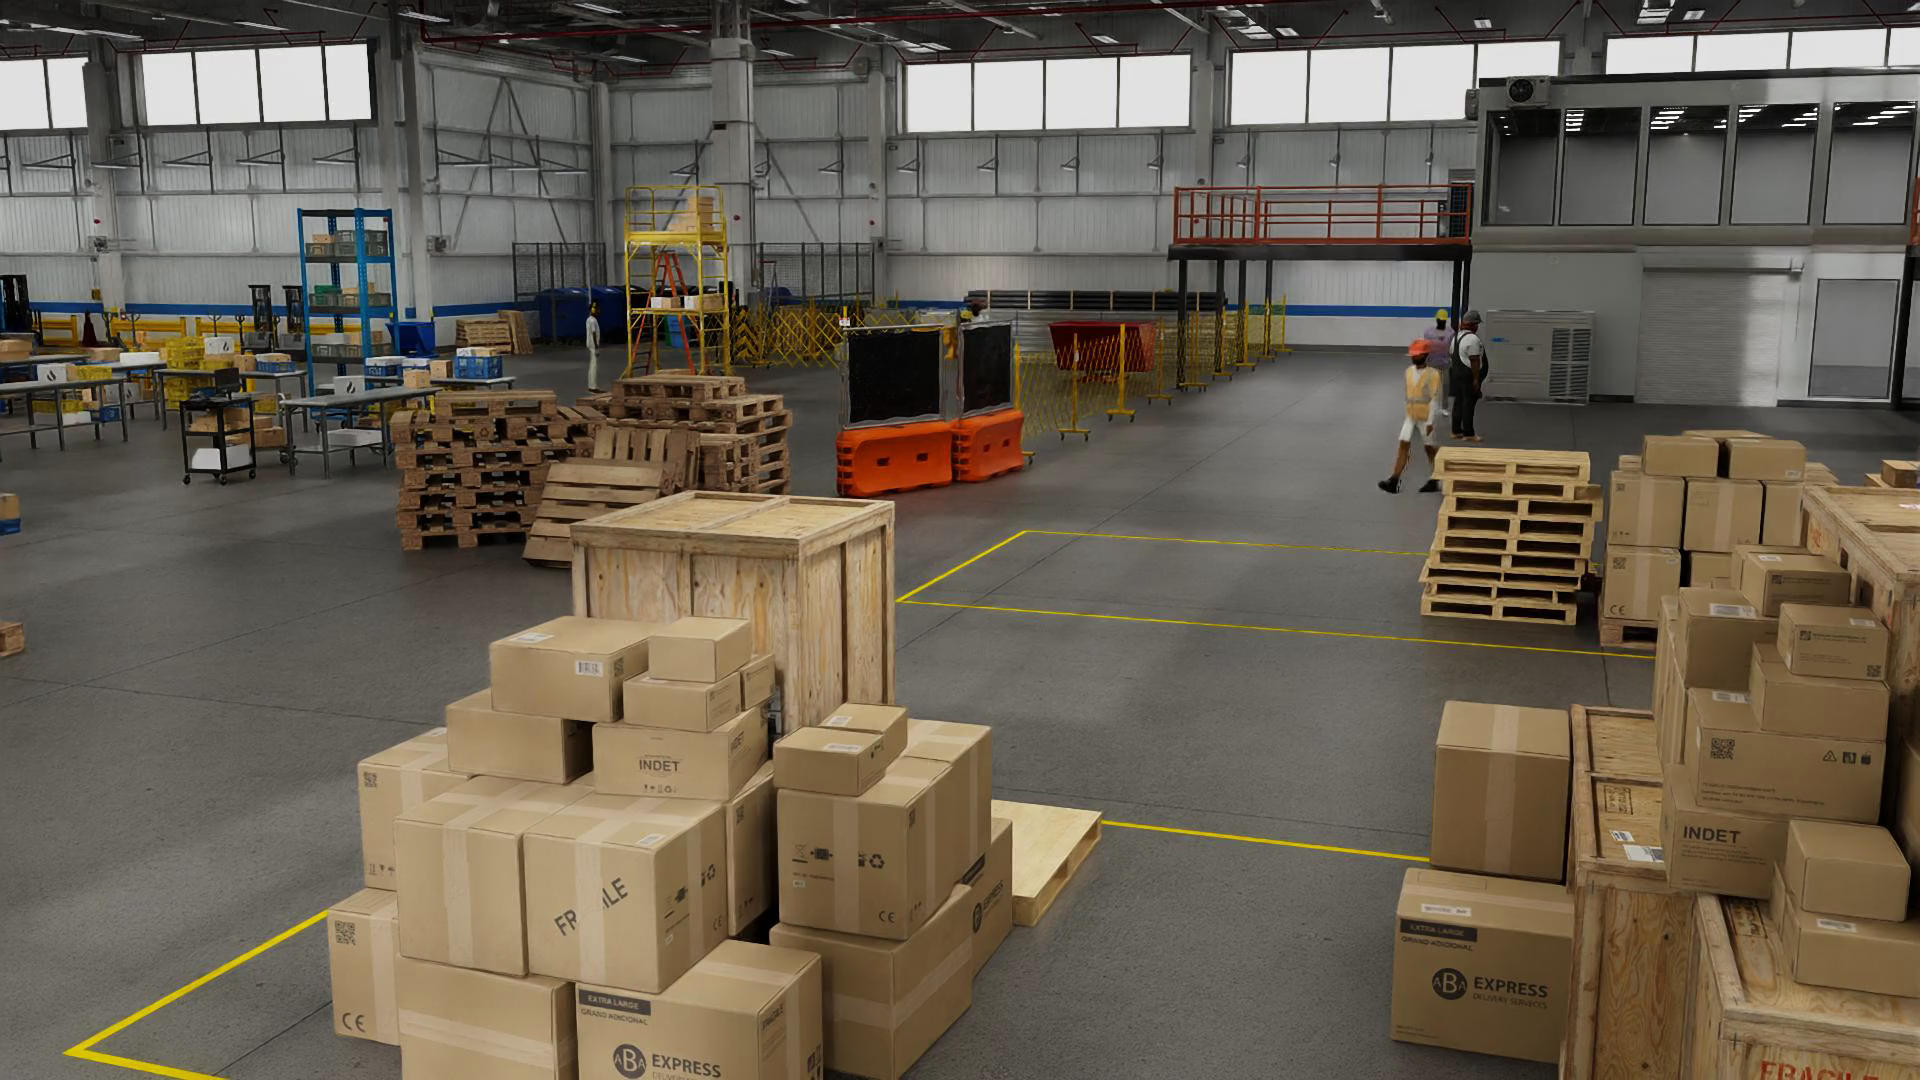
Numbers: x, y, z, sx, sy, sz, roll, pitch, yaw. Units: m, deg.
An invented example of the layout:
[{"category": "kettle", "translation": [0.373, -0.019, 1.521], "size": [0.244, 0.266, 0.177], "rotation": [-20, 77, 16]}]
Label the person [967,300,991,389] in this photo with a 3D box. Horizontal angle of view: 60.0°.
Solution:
[{"category": "person", "translation": [0.333, -4.100, 34.996], "size": [0.603, 1.871, 0.435], "rotation": [4, 11, 21]}]

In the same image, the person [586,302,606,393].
[{"category": "person", "translation": [-7.491, -3.938, 34.118], "size": [0.329, 1.865, 0.512], "rotation": [-4, 11, -23]}]

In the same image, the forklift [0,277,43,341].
[{"category": "forklift", "translation": [-27.151, -6.329, 46.328], "size": [1.157, 1.987, 2.680], "rotation": [3, 11, 17]}]

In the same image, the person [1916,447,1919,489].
[{"category": "person", "translation": [7.347, -0.149, 12.270], "size": [0.615, 2.043, 0.373], "rotation": [2, 10, 12]}]

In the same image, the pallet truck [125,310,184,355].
[{"category": "pallet truck", "translation": [-22.038, -5.665, 45.457], "size": [0.704, 1.261, 1.522], "rotation": [3, 11, 17]}]

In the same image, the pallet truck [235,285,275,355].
[{"category": "pallet truck", "translation": [-18.327, -5.835, 44.421], "size": [0.823, 1.965, 1.885], "rotation": [4, 11, 23]}]

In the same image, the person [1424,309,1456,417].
[{"category": "person", "translation": [8.490, -3.121, 29.423], "size": [0.593, 1.900, 0.785], "rotation": [1, 10, 5]}]

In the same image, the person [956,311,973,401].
[{"category": "person", "translation": [0.095, -3.602, 32.527], "size": [0.343, 1.756, 0.518], "rotation": [-2, 10, -9]}]

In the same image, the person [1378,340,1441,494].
[{"category": "person", "translation": [5.541, -1.478, 20.195], "size": [0.985, 1.882, 0.566], "rotation": [-7, 12, -36]}]

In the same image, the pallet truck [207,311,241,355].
[{"category": "pallet truck", "translation": [-19.537, -5.575, 44.913], "size": [0.653, 1.274, 1.630], "rotation": [3, 11, 19]}]

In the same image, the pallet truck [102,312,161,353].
[{"category": "pallet truck", "translation": [-23.057, -5.777, 46.261], "size": [0.680, 1.201, 1.601], "rotation": [3, 11, 19]}]

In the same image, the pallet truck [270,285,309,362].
[{"category": "pallet truck", "translation": [-17.147, -5.700, 43.663], "size": [0.823, 1.965, 1.885], "rotation": [3, 11, 17]}]

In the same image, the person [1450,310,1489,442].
[{"category": "person", "translation": [7.911, -2.545, 25.772], "size": [0.538, 2.000, 0.689], "rotation": [-2, 10, -12]}]
